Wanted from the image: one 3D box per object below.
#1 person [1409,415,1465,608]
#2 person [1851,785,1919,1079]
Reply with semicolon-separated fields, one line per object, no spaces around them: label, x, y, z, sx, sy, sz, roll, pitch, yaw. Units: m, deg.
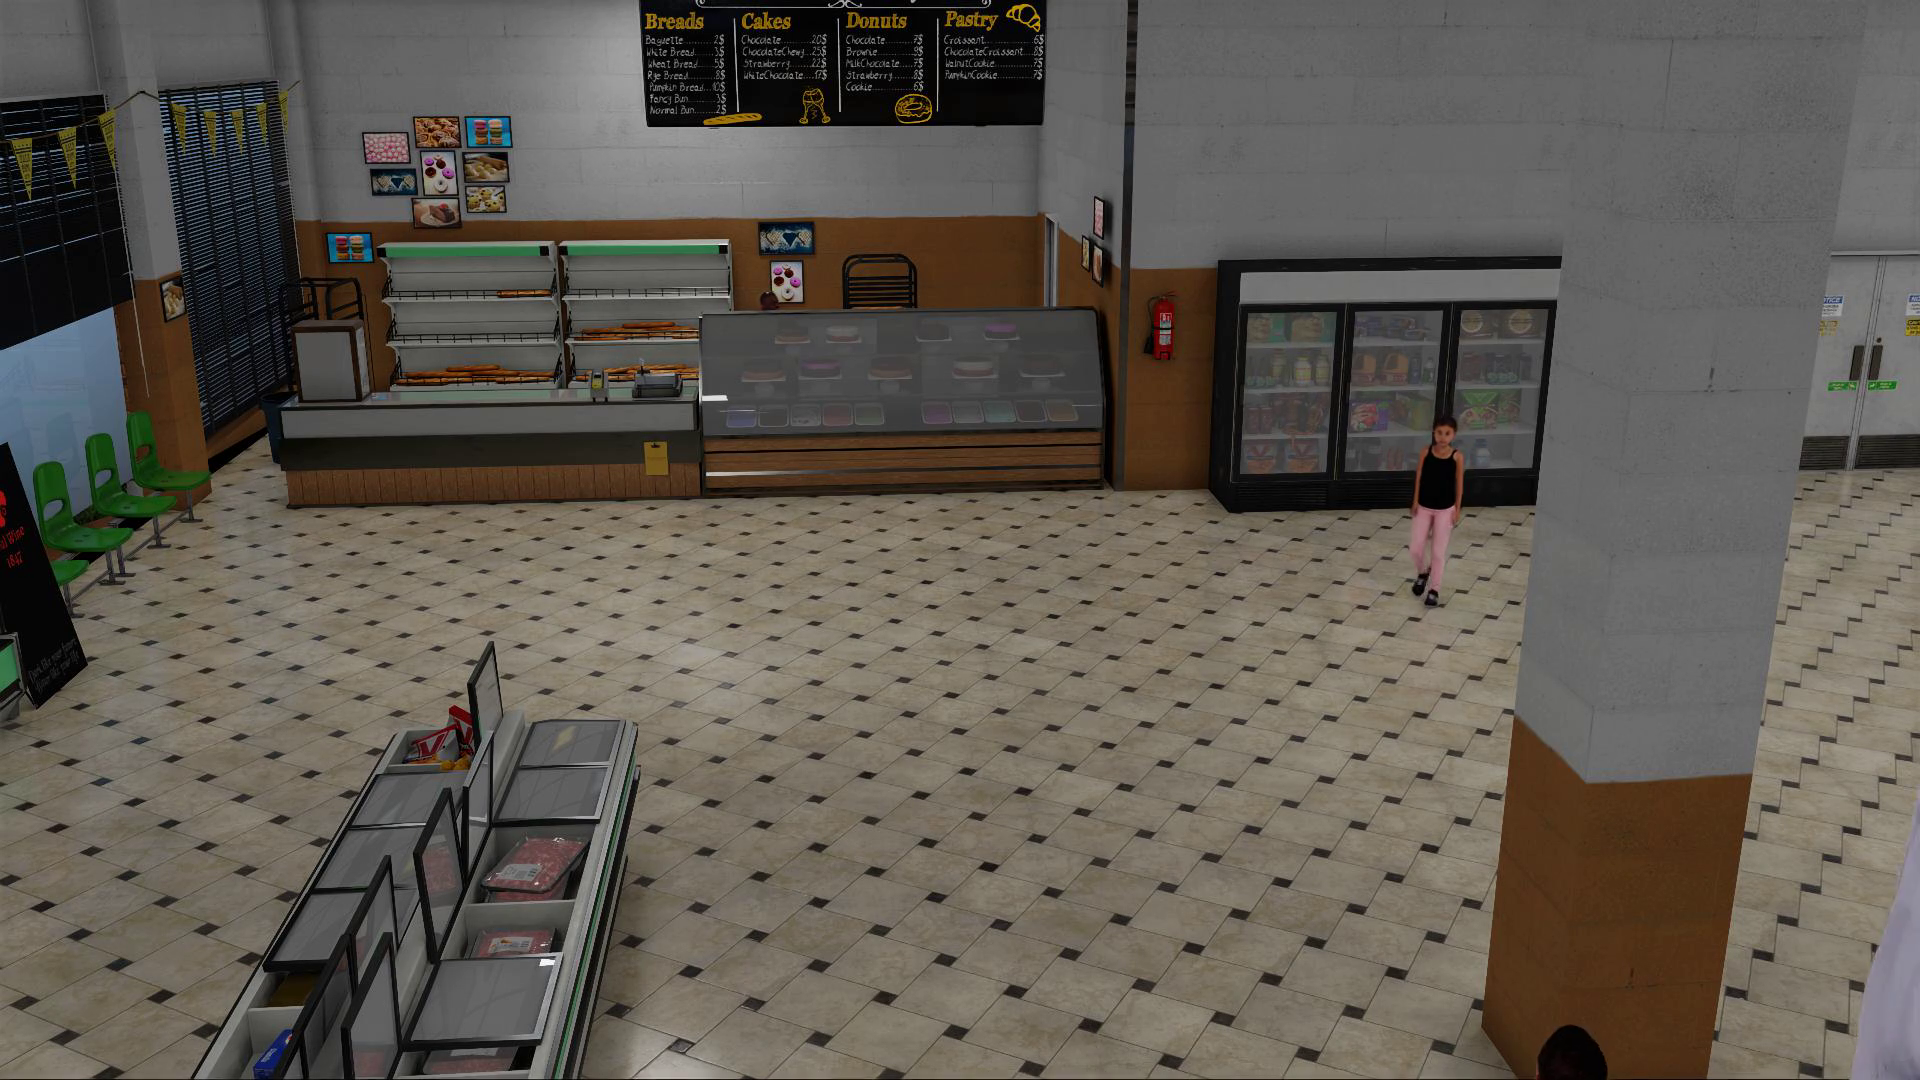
person;3.798;-0.251;13.252;0.683;1.554;0.755;8;19;25
person;4.079;1.549;6.725;0.960;1.902;1.049;-6;18;-20
